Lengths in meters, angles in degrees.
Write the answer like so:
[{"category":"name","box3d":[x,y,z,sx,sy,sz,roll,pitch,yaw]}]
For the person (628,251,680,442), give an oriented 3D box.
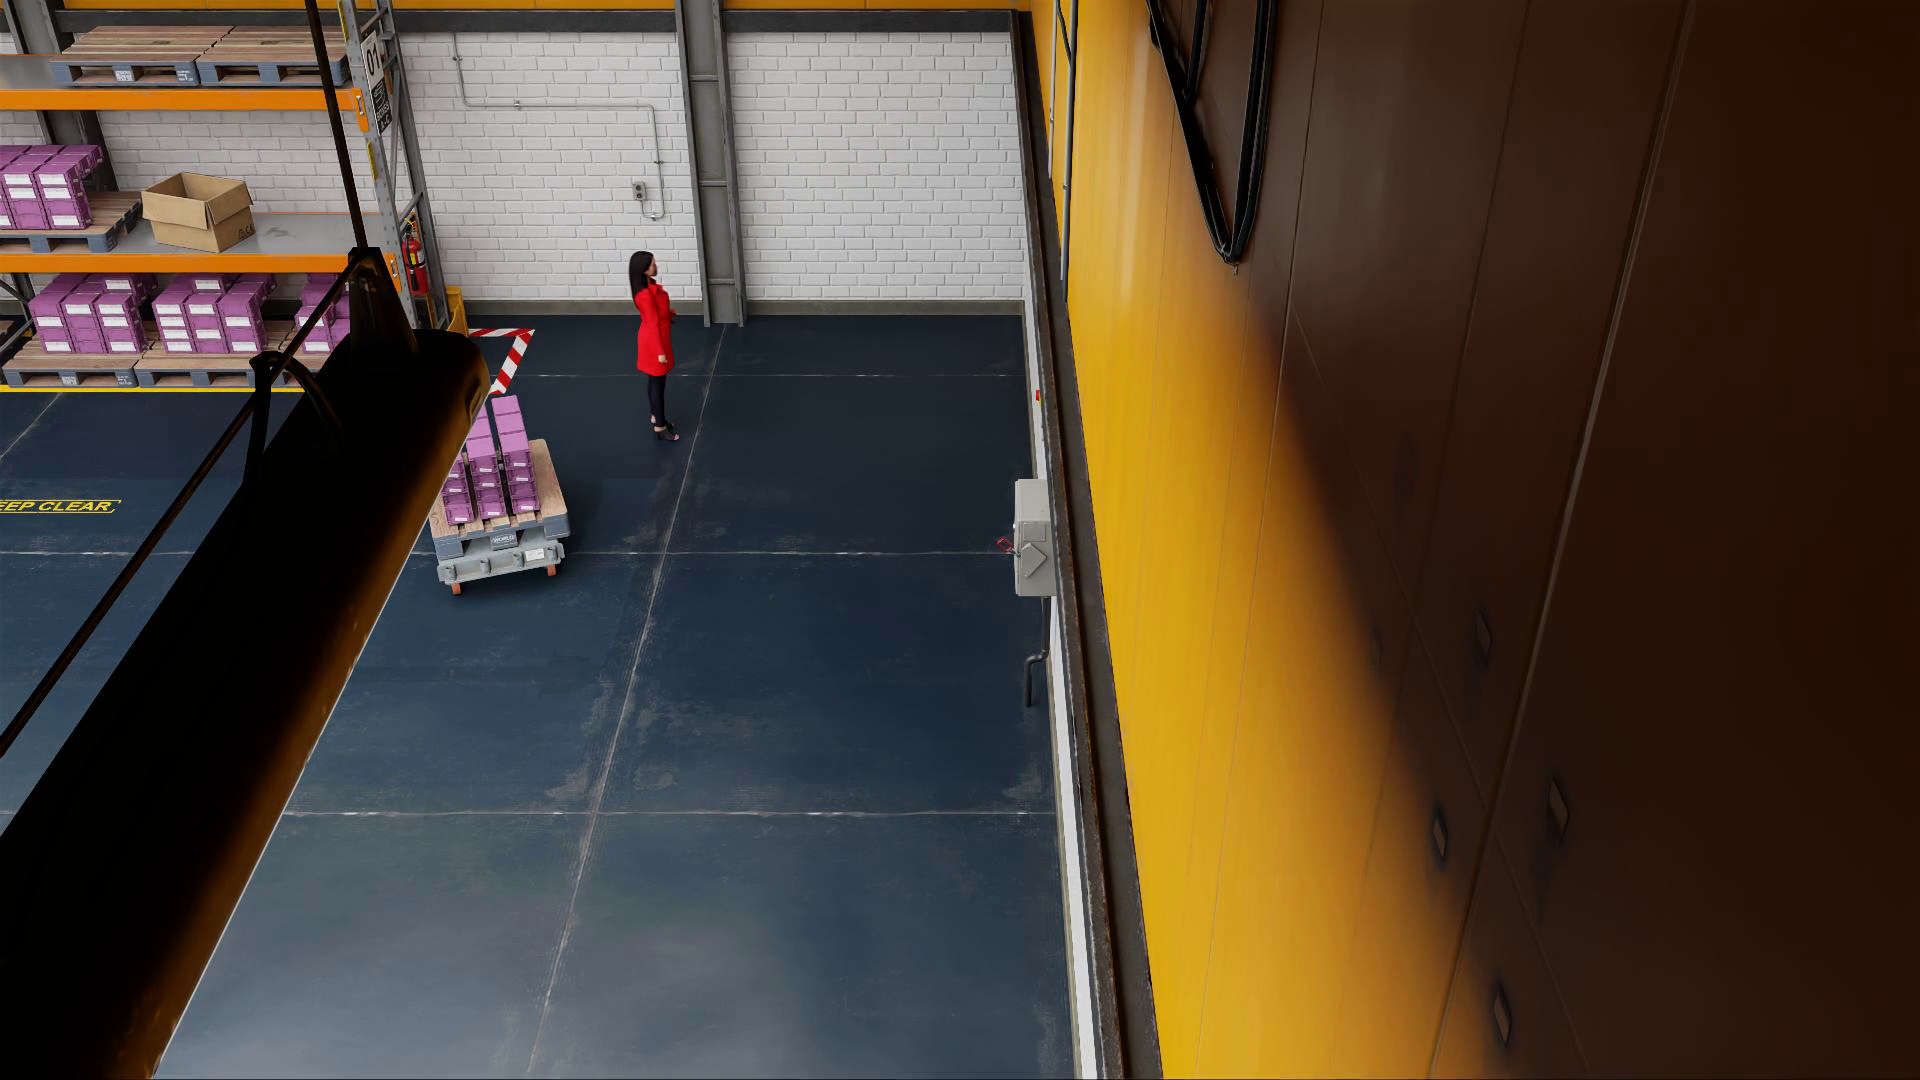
[{"category":"person","box3d":[-2.634,-1.676,14.326,0.689,1.748,0.679,-9,35,-13]}]
